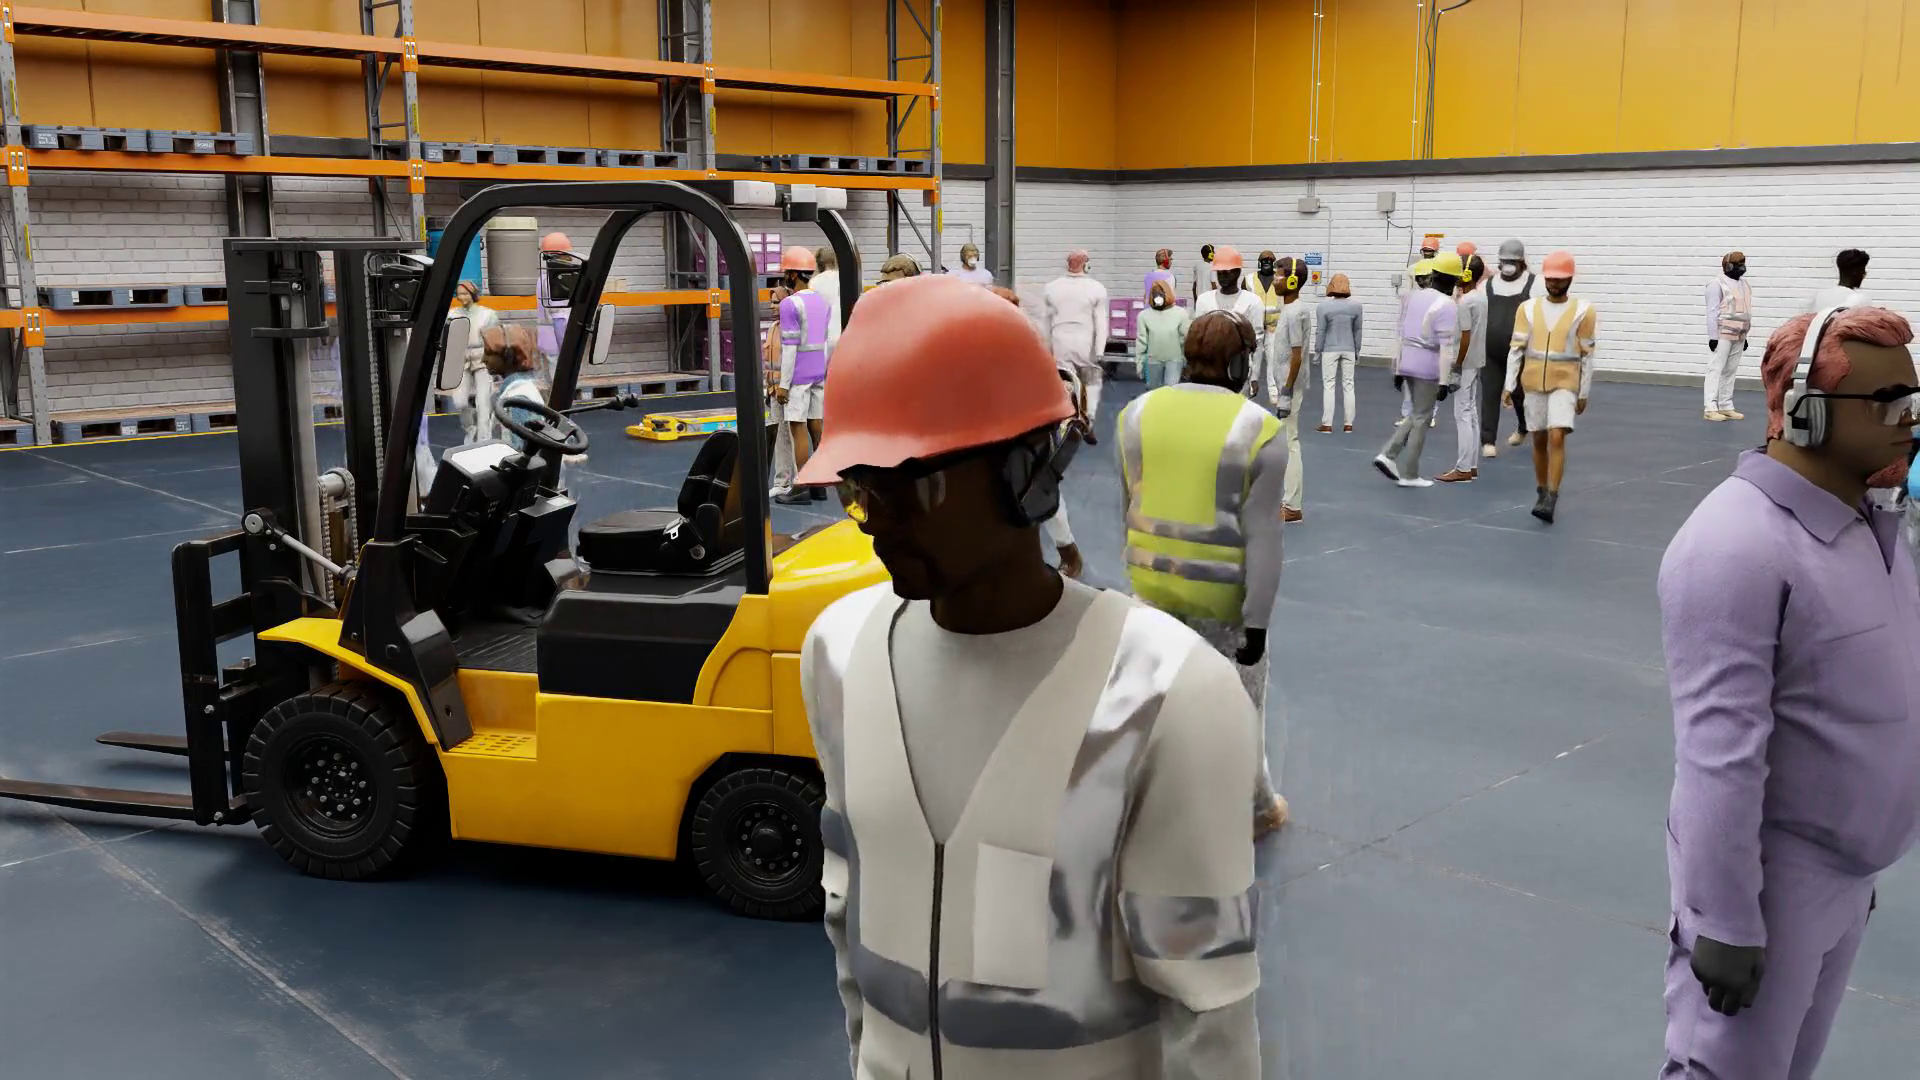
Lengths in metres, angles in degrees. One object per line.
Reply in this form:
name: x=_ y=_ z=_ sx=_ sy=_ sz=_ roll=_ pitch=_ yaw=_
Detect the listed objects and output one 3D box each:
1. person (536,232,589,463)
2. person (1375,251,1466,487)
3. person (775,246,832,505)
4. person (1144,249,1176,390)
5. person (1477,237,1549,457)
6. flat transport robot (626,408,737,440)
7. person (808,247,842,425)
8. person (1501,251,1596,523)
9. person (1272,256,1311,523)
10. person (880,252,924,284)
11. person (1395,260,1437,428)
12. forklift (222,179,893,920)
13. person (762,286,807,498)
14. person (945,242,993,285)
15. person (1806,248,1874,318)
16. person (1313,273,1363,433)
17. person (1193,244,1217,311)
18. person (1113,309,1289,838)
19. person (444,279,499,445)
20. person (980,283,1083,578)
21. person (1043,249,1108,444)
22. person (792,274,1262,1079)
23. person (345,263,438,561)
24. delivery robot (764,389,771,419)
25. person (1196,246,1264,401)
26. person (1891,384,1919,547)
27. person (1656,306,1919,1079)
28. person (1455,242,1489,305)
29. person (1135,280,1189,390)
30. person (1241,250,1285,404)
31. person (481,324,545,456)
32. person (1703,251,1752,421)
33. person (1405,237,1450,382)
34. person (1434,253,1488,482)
person: x=-3.568 y=-1.705 z=14.834 sx=0.377 sy=2.045 sz=0.605 roll=-5 pitch=11 yaw=-24
person: x=3.720 y=-1.353 z=13.321 sx=0.581 sy=1.893 sz=0.615 roll=-3 pitch=11 yaw=-16
person: x=-1.197 y=-1.231 z=12.530 sx=0.350 sy=1.942 sz=0.545 roll=5 pitch=12 yaw=27
person: x=2.600 y=-2.847 z=21.601 sx=0.384 sy=1.845 sz=0.569 roll=-7 pitch=12 yaw=-33
person: x=5.079 y=-1.800 z=15.357 sx=0.688 sy=2.000 sz=0.799 roll=5 pitch=12 yaw=26
flat transport robot: x=-2.587 y=-1.188 z=16.852 sx=1.431 sy=0.197 sz=0.652 roll=-8 pitch=13 yaw=-38
person: x=-1.369 y=-2.071 z=17.231 sx=0.669 sy=1.894 sz=0.871 roll=-9 pitch=13 yaw=-39
person: x=4.142 y=-1.076 z=11.783 sx=0.558 sy=1.904 sz=0.892 roll=7 pitch=12 yaw=33
person: x=2.303 y=-1.055 z=11.754 sx=0.328 sy=1.876 sz=0.513 roll=2 pitch=11 yaw=9
person: x=-0.270 y=-0.426 z=8.146 sx=0.636 sy=1.939 sz=0.365 roll=5 pitch=12 yaw=28
person: x=4.875 y=-2.066 z=17.559 sx=0.534 sy=1.767 sz=0.318 roll=6 pitch=12 yaw=32
forklift: x=-1.114 y=-0.058 z=5.440 sx=2.313 sy=2.155 sz=1.214 roll=2 pitch=11 yaw=13
person: x=-1.321 y=-1.109 z=12.686 sx=0.309 sy=1.641 sz=0.514 roll=-8 pitch=13 yaw=-37
person: x=0.101 y=-2.545 z=19.705 sx=0.634 sy=1.937 sz=0.354 roll=-4 pitch=11 yaw=-23
person: x=7.104 y=-1.428 z=13.657 sx=0.917 sy=1.932 sz=0.610 roll=-3 pitch=11 yaw=-15
person: x=3.869 y=-1.906 z=17.047 sx=0.498 sy=1.634 sz=0.279 roll=-1 pitch=10 yaw=-7
person: x=4.002 y=-3.854 z=27.021 sx=0.328 sy=1.874 sz=0.517 roll=-8 pitch=13 yaw=-37
person: x=0.755 y=0.166 z=5.325 sx=0.633 sy=1.802 sz=0.956 roll=7 pitch=13 yaw=34
person: x=-4.495 y=-1.593 z=15.358 sx=0.522 sy=1.625 sz=0.383 roll=-1 pitch=10 yaw=-3
person: x=0.182 y=0.024 z=5.938 sx=0.968 sy=1.839 sz=0.592 roll=8 pitch=13 yaw=36
person: x=1.117 y=-1.836 z=15.976 sx=0.646 sy=1.892 sz=0.431 roll=3 pitch=11 yaw=18
person: x=0.102 y=0.680 z=1.992 sx=0.634 sy=1.997 sz=1.066 roll=7 pitch=12 yaw=32
person: x=-3.049 y=-0.533 z=8.905 sx=0.999 sy=1.890 sz=0.563 roll=6 pitch=12 yaw=28
delivery robot: x=-1.726 y=-1.489 z=17.463 sx=0.707 sy=0.478 sz=0.477 roll=-8 pitch=13 yaw=-38
person: x=2.074 y=-1.306 z=12.946 sx=0.547 sy=1.938 sz=0.379 roll=4 pitch=11 yaw=23
person: x=4.750 y=-0.225 z=7.895 sx=0.842 sy=1.631 sz=0.544 roll=-10 pitch=14 yaw=-44
person: x=1.417 y=0.566 z=2.821 sx=0.407 sy=1.910 sz=0.639 roll=10 pitch=14 yaw=43
person: x=7.220 y=-3.186 z=23.224 sx=0.655 sy=1.939 sz=0.757 roll=-6 pitch=12 yaw=-28
person: x=1.906 y=-1.643 z=15.688 sx=0.516 sy=1.594 sz=0.696 roll=3 pitch=11 yaw=16
person: x=3.658 y=-2.546 z=19.975 sx=0.627 sy=1.844 sz=0.429 roll=2 pitch=10 yaw=8
person: x=-2.021 y=-0.187 z=7.711 sx=0.389 sy=1.625 sz=0.521 roll=-2 pitch=11 yaw=-13
person: x=8.435 y=-2.231 z=18.247 sx=0.626 sy=1.847 sz=0.429 roll=-6 pitch=12 yaw=-31
person: x=6.441 y=-3.167 z=22.938 sx=0.612 sy=1.995 sz=0.382 roll=5 pitch=11 yaw=24
person: x=4.141 y=-1.408 z=13.680 sx=0.328 sy=1.875 sz=0.513 roll=6 pitch=12 yaw=31
